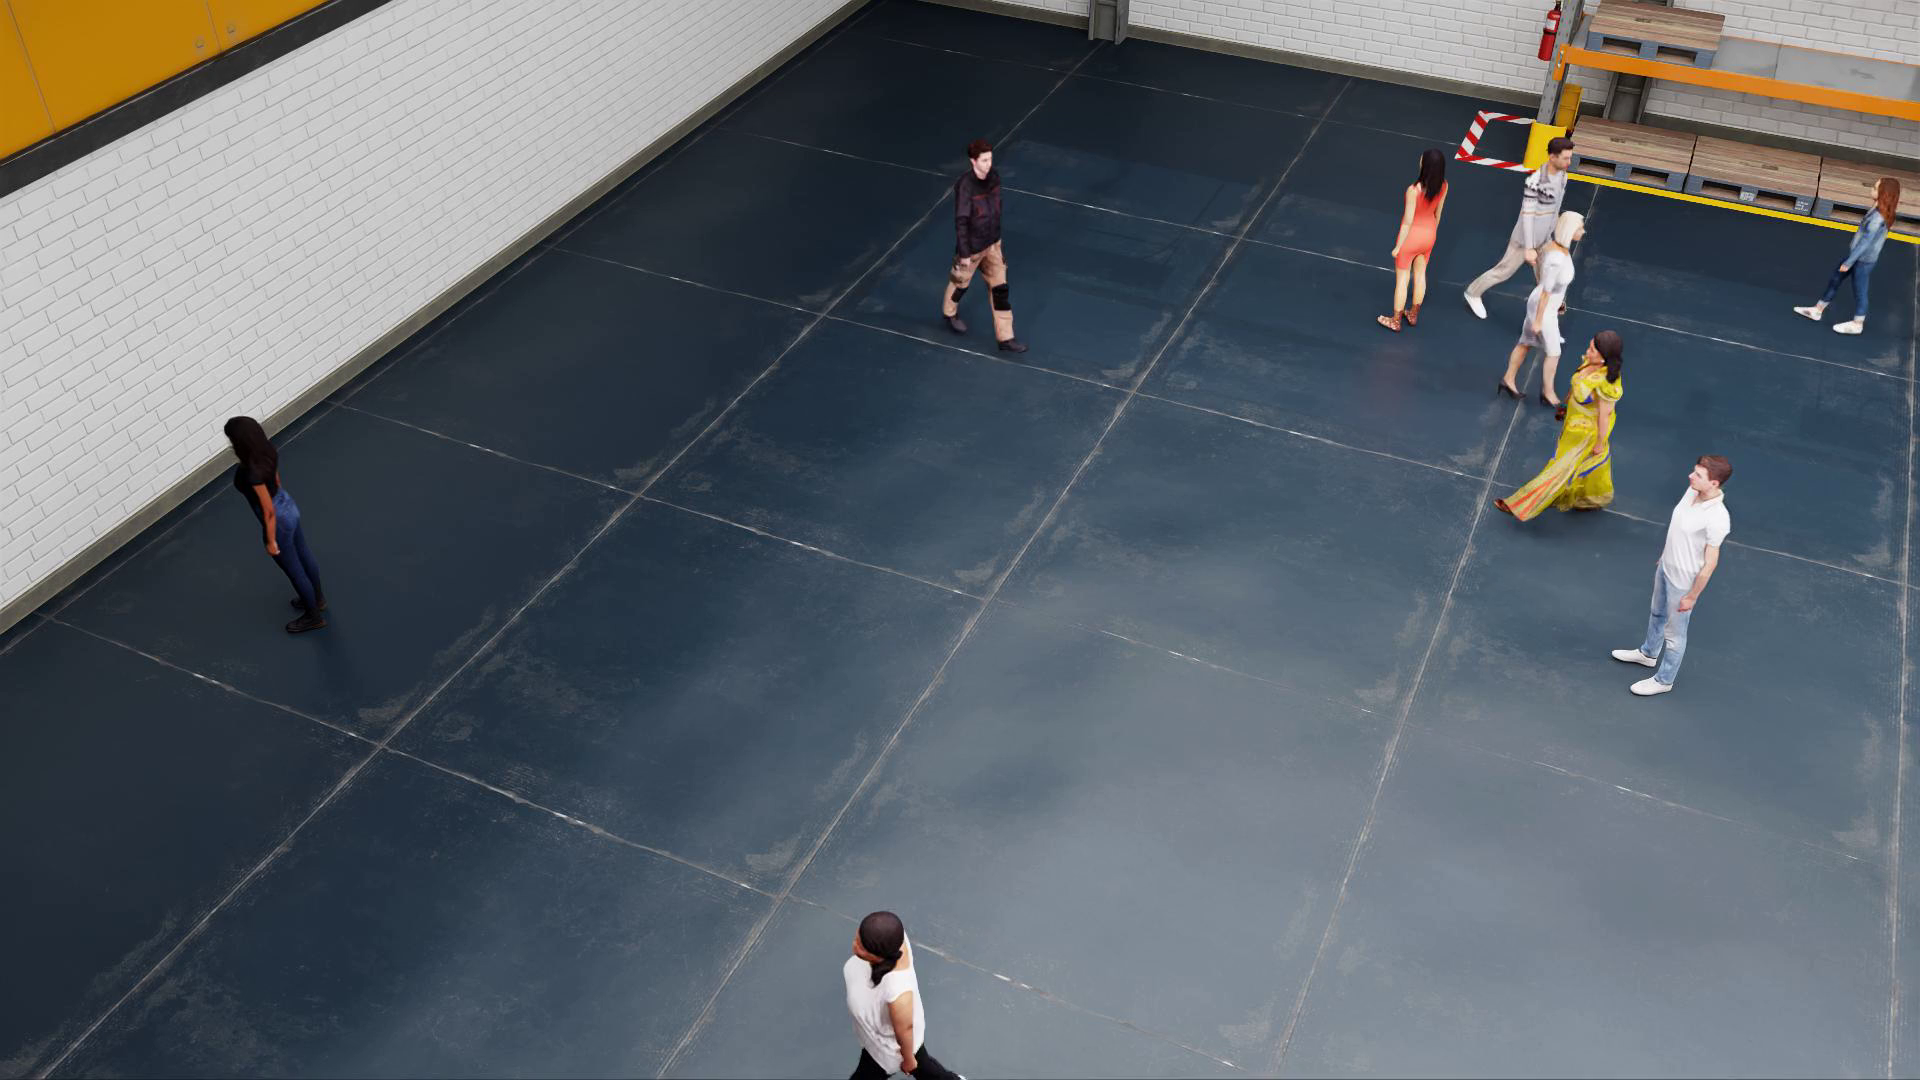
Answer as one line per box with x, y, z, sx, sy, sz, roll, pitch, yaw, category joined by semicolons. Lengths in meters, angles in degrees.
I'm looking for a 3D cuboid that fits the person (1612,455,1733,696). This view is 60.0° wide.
4.691;0.219;10.798;0.698;1.850;0.730;0;39;0;person

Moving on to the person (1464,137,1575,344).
4.877;-2.656;14.415;1.096;1.829;1.326;-24;44;-27;person

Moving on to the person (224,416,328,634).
-4.620;-0.118;11.310;0.681;1.738;0.659;-3;39;-4;person

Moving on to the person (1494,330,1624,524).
4.710;-0.816;12.283;1.325;1.615;1.073;2;39;2;person

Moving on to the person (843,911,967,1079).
-0.301;2.395;8.229;1.199;1.656;1.019;-5;39;-6;person

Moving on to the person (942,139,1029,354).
0.094;-2.535;14.230;1.033;1.872;1.336;-30;47;-32;person

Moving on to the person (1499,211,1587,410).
4.668;-1.883;13.527;0.811;1.729;0.628;13;40;15;person

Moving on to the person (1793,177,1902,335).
7.920;-2.439;14.439;0.793;1.460;0.592;14;41;17;person

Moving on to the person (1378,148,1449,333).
3.965;-2.602;14.436;0.669;1.719;0.705;-18;42;-22;person
